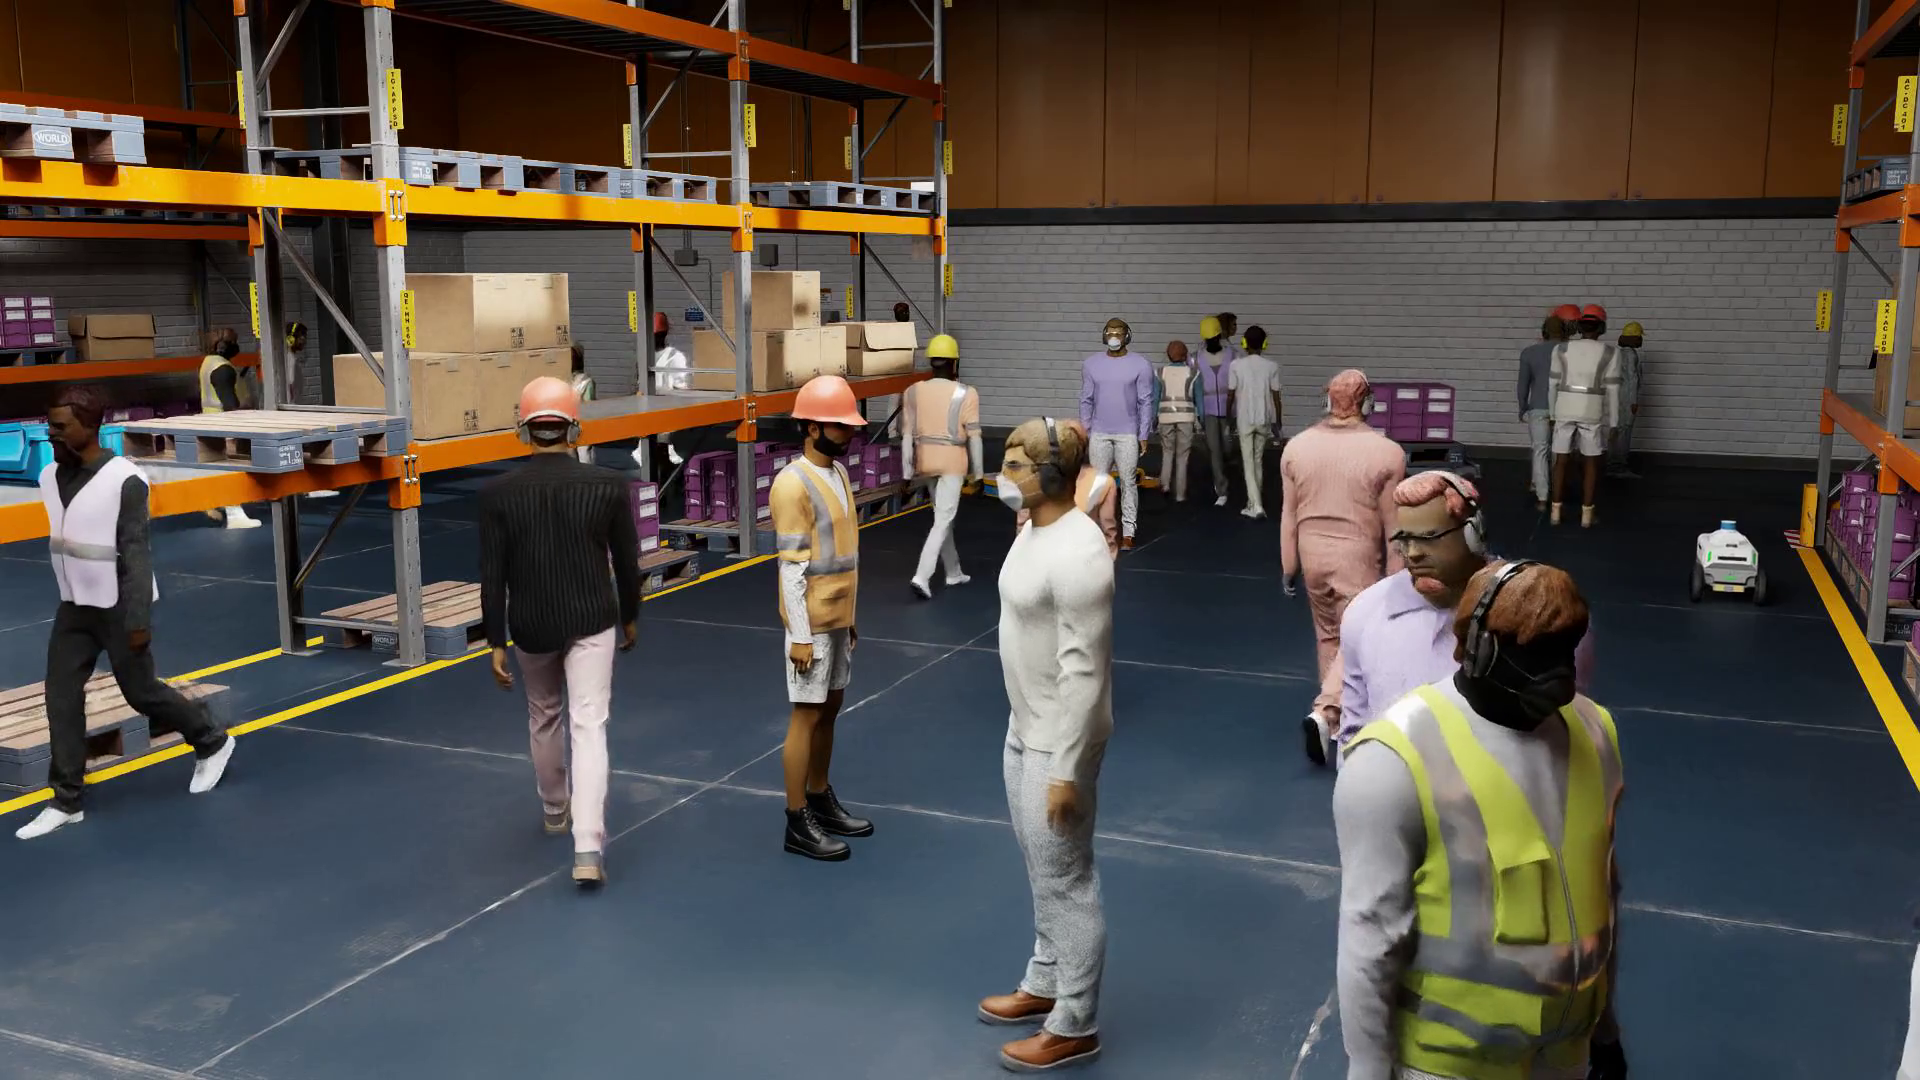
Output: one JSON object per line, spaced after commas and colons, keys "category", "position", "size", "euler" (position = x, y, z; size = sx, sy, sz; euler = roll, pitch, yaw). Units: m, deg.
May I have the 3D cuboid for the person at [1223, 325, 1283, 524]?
{"category": "person", "position": [2.727, -1.062, 15.361], "size": [0.507, 1.830, 0.818], "euler": [-1, 9, -7]}

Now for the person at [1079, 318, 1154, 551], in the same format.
{"category": "person", "position": [1.291, -0.876, 13.861], "size": [0.630, 1.940, 0.370], "euler": [3, 10, 20]}

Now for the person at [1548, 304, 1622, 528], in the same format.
{"category": "person", "position": [5.654, -1.117, 15.072], "size": [0.637, 2.016, 0.492], "euler": [5, 11, 28]}

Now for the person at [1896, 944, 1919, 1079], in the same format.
{"category": "person", "position": [1.520, 1.053, 2.204], "size": [0.609, 1.936, 0.894], "euler": [3, 10, 20]}

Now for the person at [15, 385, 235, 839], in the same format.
{"category": "person", "position": [-3.617, 0.265, 7.144], "size": [0.603, 1.887, 0.911], "euler": [4, 10, 25]}

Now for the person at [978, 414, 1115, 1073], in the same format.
{"category": "person", "position": [0.269, 0.595, 4.946], "size": [0.360, 1.938, 0.633], "euler": [-2, 10, -10]}

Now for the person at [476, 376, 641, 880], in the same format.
{"category": "person", "position": [-1.575, 0.329, 6.579], "size": [0.609, 1.946, 1.070], "euler": [-2, 10, -10]}

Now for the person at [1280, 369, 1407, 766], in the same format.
{"category": "person", "position": [1.824, 0.124, 7.984], "size": [0.650, 1.882, 0.820], "euler": [7, 12, 38]}

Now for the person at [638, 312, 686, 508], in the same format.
{"category": "person", "position": [-2.902, -1.276, 16.342], "size": [0.564, 1.920, 0.655], "euler": [6, 11, 30]}

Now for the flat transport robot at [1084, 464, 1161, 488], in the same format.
{"category": "flat transport robot", "position": [1.356, -0.650, 17.533], "size": [1.431, 0.197, 0.652], "euler": [-6, 11, -31]}

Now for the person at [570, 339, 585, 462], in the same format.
{"category": "person", "position": [-4.050, -1.377, 16.774], "size": [0.404, 1.987, 0.608], "euler": [8, 12, 39]}

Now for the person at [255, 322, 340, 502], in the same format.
{"category": "person", "position": [-6.810, -1.288, 16.729], "size": [0.936, 1.815, 0.581], "euler": [-8, 12, -39]}

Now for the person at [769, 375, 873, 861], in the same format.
{"category": "person", "position": [-0.538, 0.306, 6.703], "size": [0.363, 1.934, 0.552], "euler": [3, 10, 17]}

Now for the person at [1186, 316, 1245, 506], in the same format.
{"category": "person", "position": [2.588, -1.311, 16.698], "size": [0.649, 1.879, 0.818], "euler": [1, 9, 7]}

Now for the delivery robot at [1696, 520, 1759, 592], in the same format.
{"category": "delivery robot", "position": [5.447, 0.105, 11.817], "size": [0.477, 0.478, 0.707], "euler": [3, 10, 19]}

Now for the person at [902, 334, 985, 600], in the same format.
{"category": "person", "position": [-0.147, -0.533, 11.950], "size": [0.596, 1.889, 0.980], "euler": [5, 11, 28]}

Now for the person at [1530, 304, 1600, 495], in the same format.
{"category": "person", "position": [6.354, -1.454, 17.250], "size": [0.806, 1.964, 0.631], "euler": [4, 10, 25]}

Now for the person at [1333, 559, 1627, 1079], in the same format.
{"category": "person", "position": [0.999, 0.937, 3.175], "size": [0.651, 1.839, 0.429], "euler": [-5, 10, -26]}

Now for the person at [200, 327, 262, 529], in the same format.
{"category": "person", "position": [-6.593, -0.998, 14.940], "size": [0.477, 1.828, 0.629], "euler": [-5, 11, -27]}

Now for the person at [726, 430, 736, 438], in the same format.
{"category": "person", "position": [-3.061, -2.319, 22.917], "size": [0.429, 1.838, 0.622], "euler": [0, 9, 3]}

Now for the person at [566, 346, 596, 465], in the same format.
{"category": "person", "position": [-3.543, -0.966, 15.342], "size": [0.531, 1.631, 0.315], "euler": [6, 11, 31]}

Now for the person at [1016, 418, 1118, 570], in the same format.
{"category": "person", "position": [0.549, 0.173, 8.491], "size": [0.522, 1.614, 0.739], "euler": [2, 10, 13]}

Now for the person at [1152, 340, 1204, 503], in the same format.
{"category": "person", "position": [2.191, -1.184, 16.677], "size": [0.524, 1.626, 0.398], "euler": [3, 10, 20]}

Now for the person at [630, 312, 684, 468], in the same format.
{"category": "person", "position": [-3.564, -1.762, 19.565], "size": [0.525, 1.835, 0.910], "euler": [6, 11, 34]}

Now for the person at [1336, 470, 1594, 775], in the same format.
{"category": "person", "position": [1.280, 0.743, 4.246], "size": [0.665, 1.874, 0.673], "euler": [6, 11, 33]}

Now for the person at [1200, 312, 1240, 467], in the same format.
{"category": "person", "position": [3.088, -1.756, 19.503], "size": [0.459, 1.832, 0.524], "euler": [-2, 10, -11]}

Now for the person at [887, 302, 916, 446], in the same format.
{"category": "person", "position": [-0.774, -2.194, 22.019], "size": [0.355, 1.882, 0.575], "euler": [7, 11, 35]}

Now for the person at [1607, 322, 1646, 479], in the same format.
{"category": "person", "position": [7.467, -1.560, 18.590], "size": [0.299, 1.745, 0.483], "euler": [0, 9, 2]}

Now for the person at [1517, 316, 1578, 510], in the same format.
{"category": "person", "position": [5.817, -1.263, 16.417], "size": [0.617, 1.870, 1.019], "euler": [2, 10, 12]}

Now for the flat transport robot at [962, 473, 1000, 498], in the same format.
{"category": "flat transport robot", "position": [0.617, -0.525, 16.772], "size": [0.652, 0.197, 1.431], "euler": [-6, 11, -31]}
